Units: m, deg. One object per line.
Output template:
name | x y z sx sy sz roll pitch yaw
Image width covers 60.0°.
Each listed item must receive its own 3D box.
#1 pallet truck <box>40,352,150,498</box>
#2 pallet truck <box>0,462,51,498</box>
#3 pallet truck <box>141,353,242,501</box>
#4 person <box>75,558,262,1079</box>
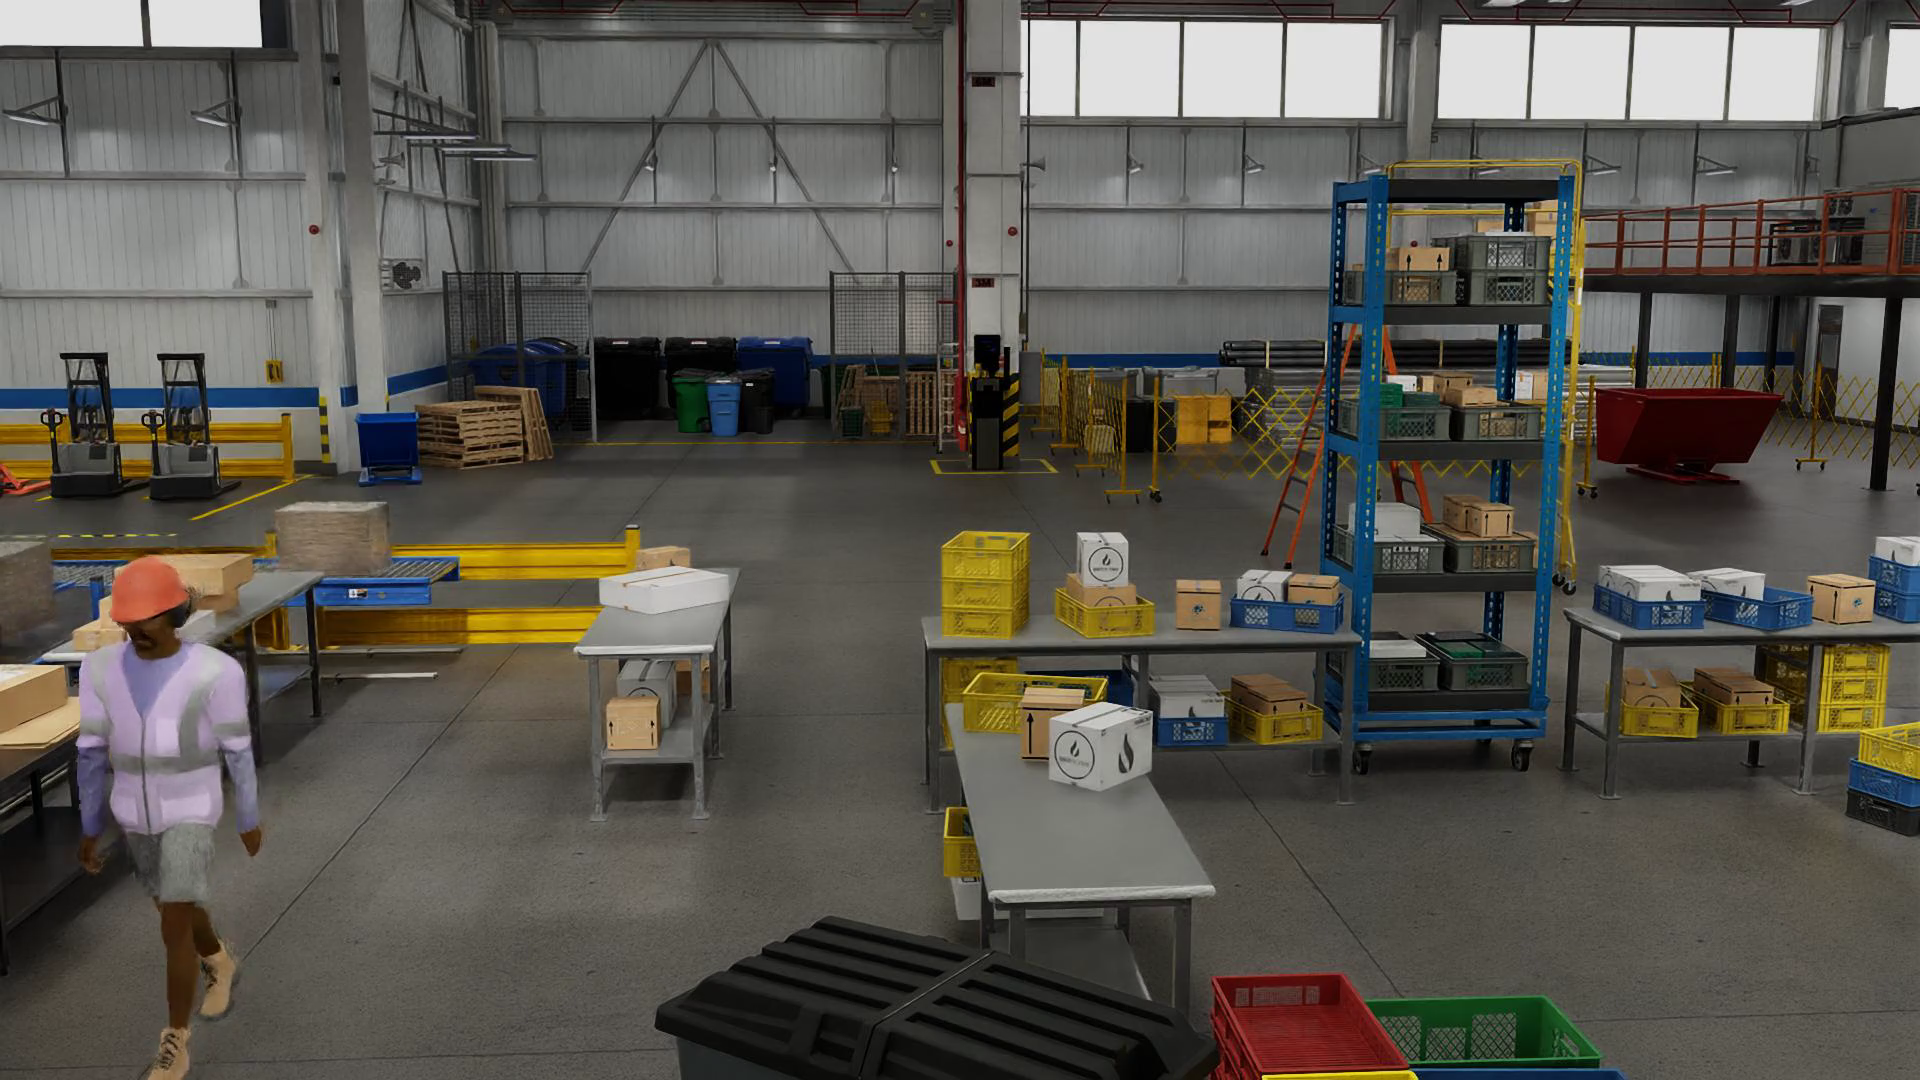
pallet truck | -11.907 -1.642 23.165 0.823 1.965 1.885 0 9 0
pallet truck | -13.193 -1.293 23.148 0.653 1.274 1.630 -1 9 -4
pallet truck | -10.520 -1.604 22.925 0.823 1.965 1.885 -1 9 -6
person | -3.033 1.026 6.438 0.594 1.995 1.004 0 9 2
